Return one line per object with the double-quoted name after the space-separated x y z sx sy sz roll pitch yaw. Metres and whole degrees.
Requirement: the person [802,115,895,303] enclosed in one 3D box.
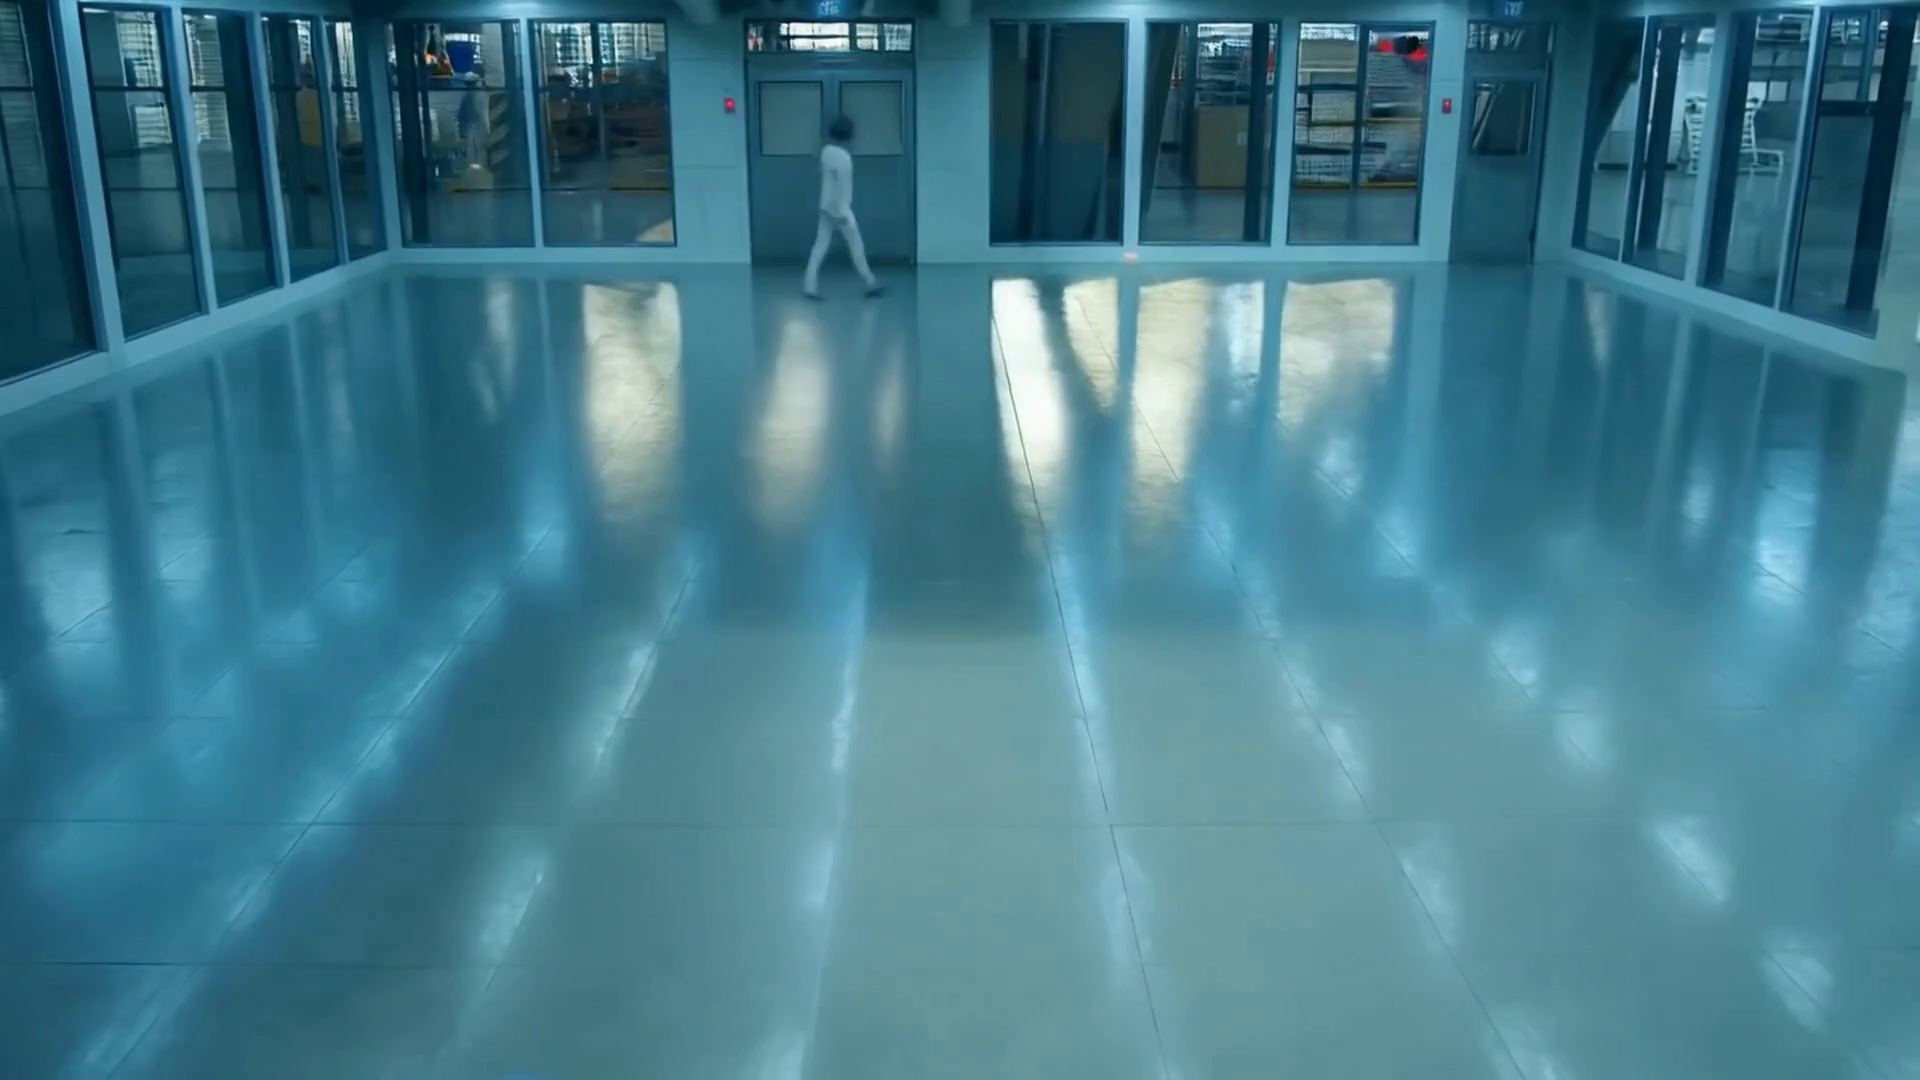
-1.013 -2.838 14.311 0.845 1.587 0.517 -9 19 -29 "person"
